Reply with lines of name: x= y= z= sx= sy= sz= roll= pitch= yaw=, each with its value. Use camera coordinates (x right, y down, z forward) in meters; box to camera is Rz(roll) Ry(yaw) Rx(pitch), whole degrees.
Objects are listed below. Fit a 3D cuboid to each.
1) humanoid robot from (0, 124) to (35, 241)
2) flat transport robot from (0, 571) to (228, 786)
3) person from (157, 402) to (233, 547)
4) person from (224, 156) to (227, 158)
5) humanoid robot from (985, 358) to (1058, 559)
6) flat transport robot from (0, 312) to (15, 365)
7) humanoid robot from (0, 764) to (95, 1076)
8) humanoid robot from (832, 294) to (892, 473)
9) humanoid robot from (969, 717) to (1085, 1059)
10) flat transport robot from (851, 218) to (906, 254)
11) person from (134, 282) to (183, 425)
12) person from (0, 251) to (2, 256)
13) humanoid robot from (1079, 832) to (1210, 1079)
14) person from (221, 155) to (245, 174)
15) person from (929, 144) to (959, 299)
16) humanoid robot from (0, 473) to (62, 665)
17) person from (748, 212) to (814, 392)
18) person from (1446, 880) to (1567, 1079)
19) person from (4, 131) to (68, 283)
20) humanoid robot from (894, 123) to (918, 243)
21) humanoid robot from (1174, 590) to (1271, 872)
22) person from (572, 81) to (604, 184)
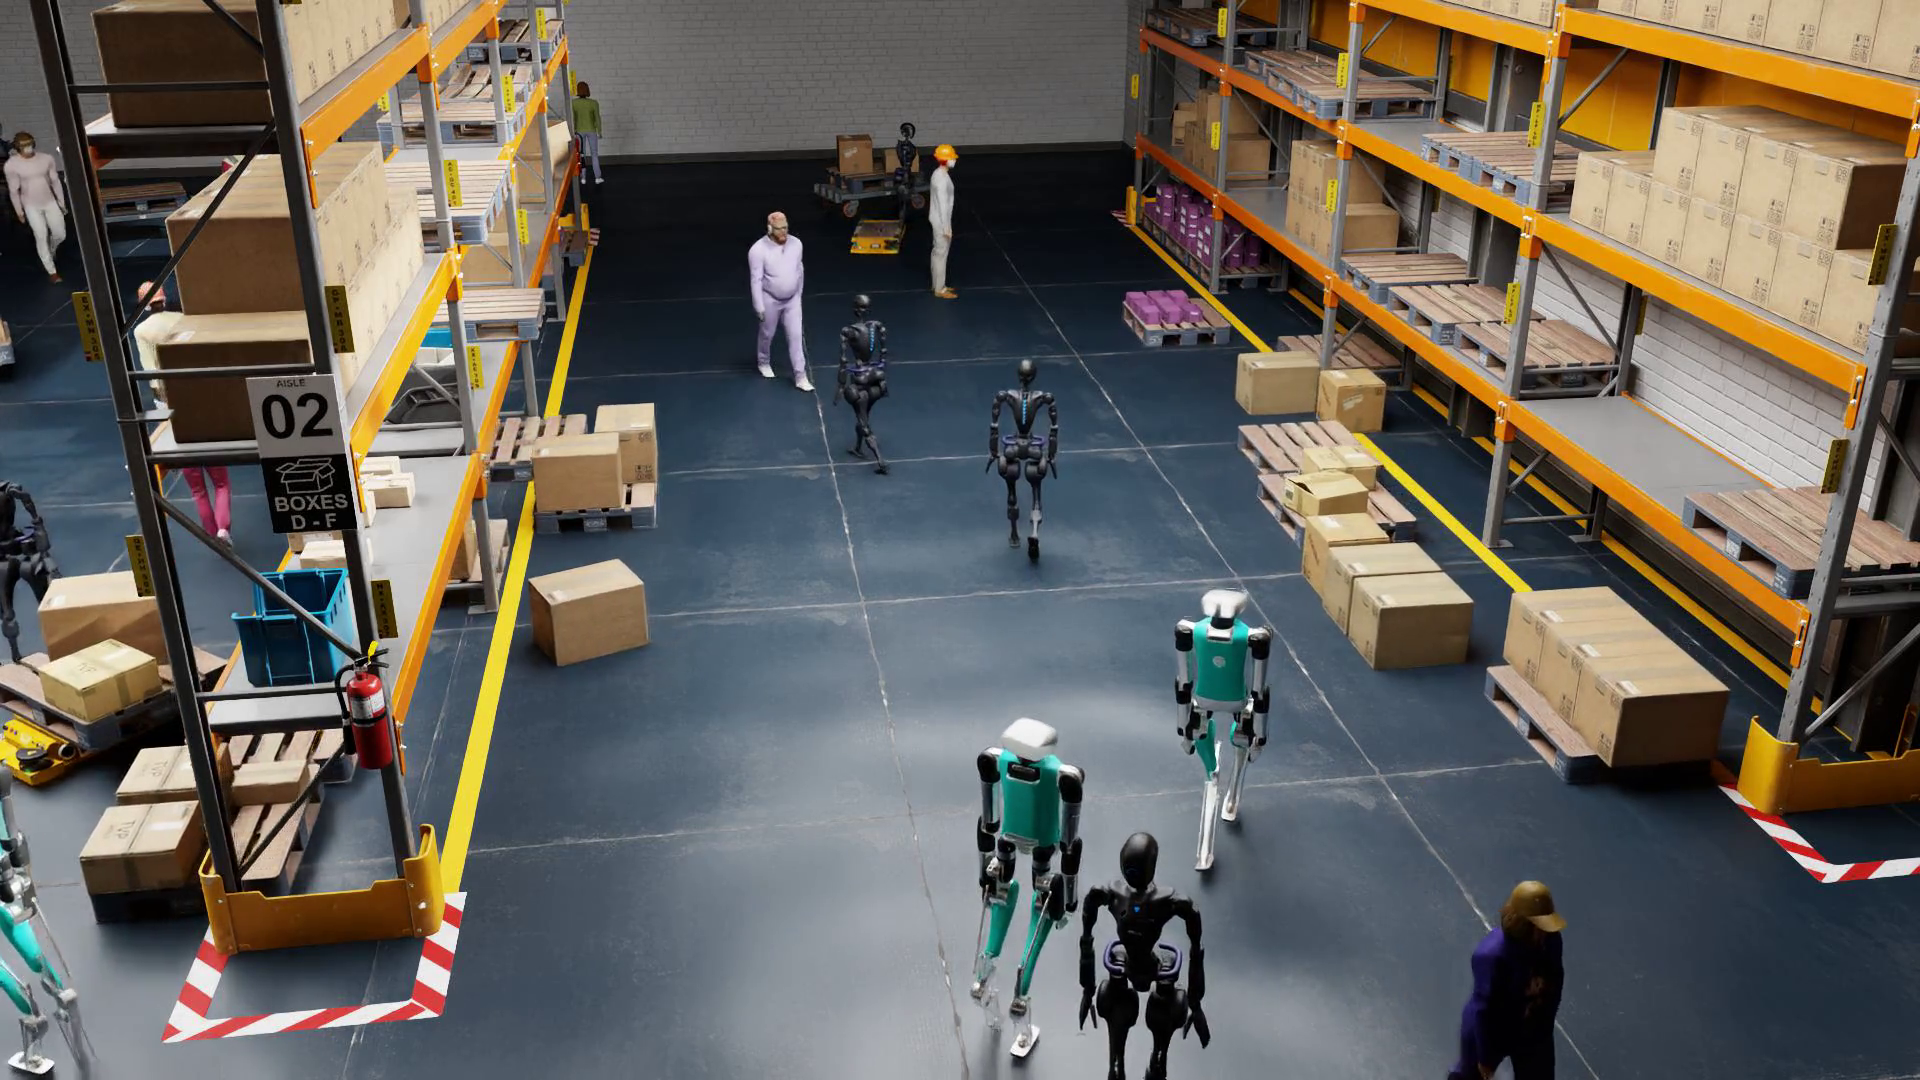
humanoid robot: x=-13.445 y=-5.066 z=23.476 sx=0.603 sy=1.644 sz=0.444 roll=-8 pitch=25 yaw=-18
flat transport robot: x=-5.651 y=1.155 z=11.046 sx=0.659 sy=0.231 sz=1.431 roll=15 pitch=28 yaw=31
person: x=-6.149 y=-0.664 z=13.497 sx=0.547 sy=1.615 sz=0.491 roll=-12 pitch=26 yaw=-25
person: x=-10.230 y=-5.182 z=23.578 sx=0.537 sy=1.801 sz=0.843 roll=11 pitch=26 yaw=24
humanoid robot: x=0.495 y=-0.658 z=13.445 sx=0.589 sy=1.643 sz=0.583 roll=0 pitch=24 yaw=1
flat transport robot: x=-10.823 y=-1.837 z=17.863 sx=0.659 sy=0.231 sz=1.431 roll=-13 pitch=27 yaw=-27
humanoid robot: x=-4.387 y=1.852 z=7.769 sx=0.700 sy=1.904 sz=0.557 roll=9 pitch=25 yaw=20
humanoid robot: x=-0.876 y=-1.443 z=15.294 sx=0.615 sy=1.641 sz=0.780 roll=-21 pitch=31 yaw=-39
humanoid robot: x=0.243 y=1.750 z=7.857 sx=0.538 sy=1.791 sz=0.667 roll=11 pitch=26 yaw=24
flat transport robot: x=-1.144 y=-4.275 z=23.417 sx=0.659 sy=0.231 sz=1.431 roll=1 pitch=24 yaw=2
person: x=-7.265 y=-1.541 z=15.389 sx=0.858 sy=1.714 sz=0.557 roll=19 pitch=30 yaw=36
person: x=-13.584 y=-4.859 z=22.745 sx=0.997 sy=1.886 sz=0.559 roll=18 pitch=30 yaw=36
humanoid robot: x=0.814 y=2.020 z=7.335 sx=0.601 sy=1.640 sz=0.522 roll=6 pitch=24 yaw=13
person: x=-9.395 y=-4.422 z=21.796 sx=0.429 sy=1.841 sz=0.634 roll=6 pitch=24 yaw=13
person: x=-0.200 y=-3.970 z=20.703 sx=0.371 sy=1.894 sz=0.581 roll=-2 pitch=24 yaw=-5
humanoid robot: x=-6.647 y=0.120 z=11.698 sx=0.620 sy=1.646 sz=0.638 roll=3 pitch=24 yaw=7
person: x=-1.902 y=-2.527 z=17.462 sx=0.667 sy=1.857 sz=0.977 roll=-14 pitch=27 yaw=-29
person: x=2.391 y=2.163 z=7.112 sx=0.464 sy=1.585 sz=0.808 roll=-8 pitch=25 yaw=-18
person: x=-11.872 y=-4.301 z=21.415 sx=0.581 sy=1.925 sz=0.637 roll=20 pitch=31 yaw=38
humanoid robot: x=-0.765 y=-5.026 z=23.370 sx=0.335 sy=1.651 sz=0.589 roll=1 pitch=24 yaw=1
humanoid robot: x=1.536 y=1.007 z=9.613 sx=0.549 sy=1.767 sz=1.038 roll=7 pitch=25 yaw=16
person: x=-6.083 y=-6.623 z=27.066 sx=0.506 sy=1.631 sz=0.264 roll=-2 pitch=24 yaw=-5
